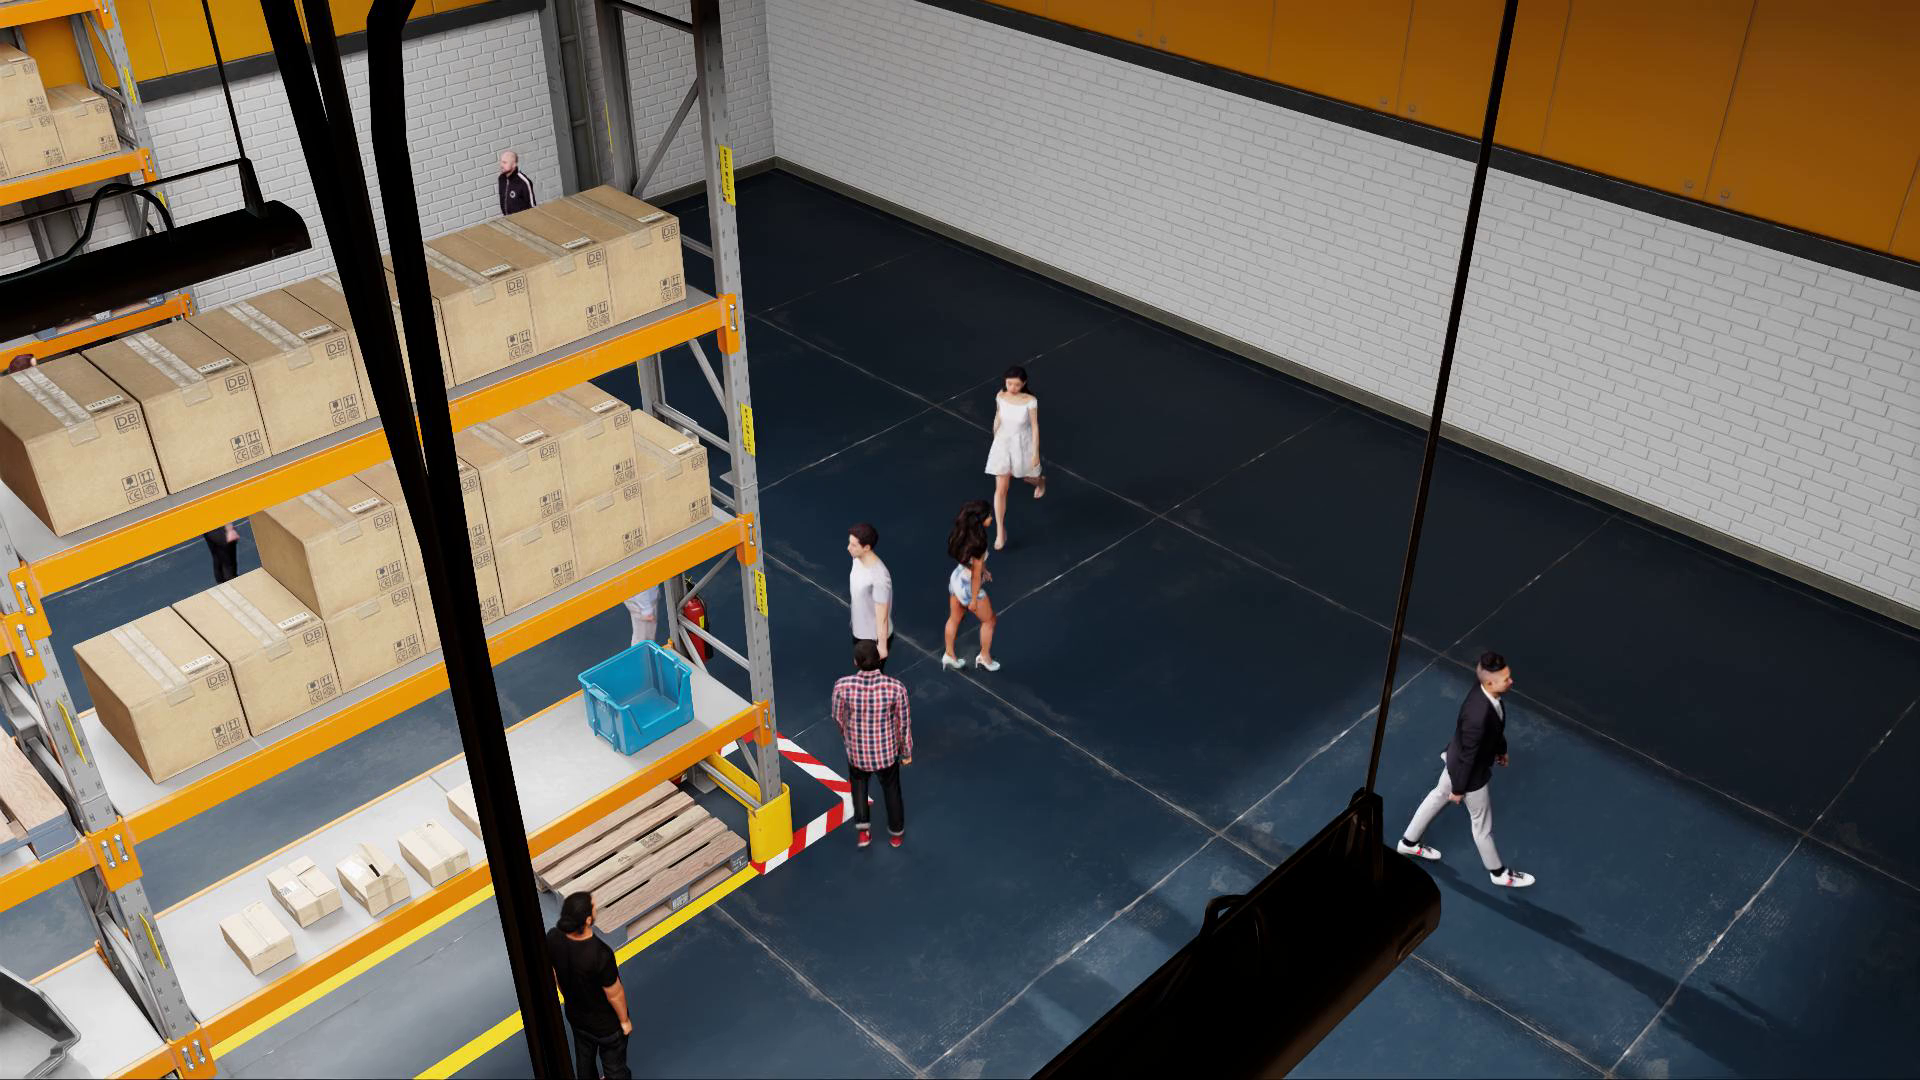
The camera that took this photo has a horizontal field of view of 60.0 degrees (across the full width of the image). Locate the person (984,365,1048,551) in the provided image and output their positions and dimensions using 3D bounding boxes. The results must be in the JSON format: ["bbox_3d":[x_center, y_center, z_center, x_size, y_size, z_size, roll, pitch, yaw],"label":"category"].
[{"bbox_3d":[0.544,-0.817,14.872,0.920,1.731,1.262,15,37,22],"label":"person"}]

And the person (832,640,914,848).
[{"bbox_3d":[-0.620,1.457,11.439,0.893,1.745,0.954,3,34,4],"label":"person"}]

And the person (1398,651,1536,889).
[{"bbox_3d":[3.340,1.490,11.244,1.086,1.905,1.223,12,35,17],"label":"person"}]

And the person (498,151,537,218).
[{"bbox_3d":[-4.905,-3.565,18.952,0.873,1.792,1.306,20,39,27],"label":"person"}]

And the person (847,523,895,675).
[{"bbox_3d":[-0.637,0.685,12.492,0.696,1.865,0.765,-16,37,-23],"label":"person"}]

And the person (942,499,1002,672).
[{"bbox_3d":[-0.006,0.406,13.151,0.793,1.601,0.704,-12,35,-17],"label":"person"}]

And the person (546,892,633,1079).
[{"bbox_3d":[-2.103,2.699,9.560,0.691,1.757,0.661,16,37,22],"label":"person"}]
